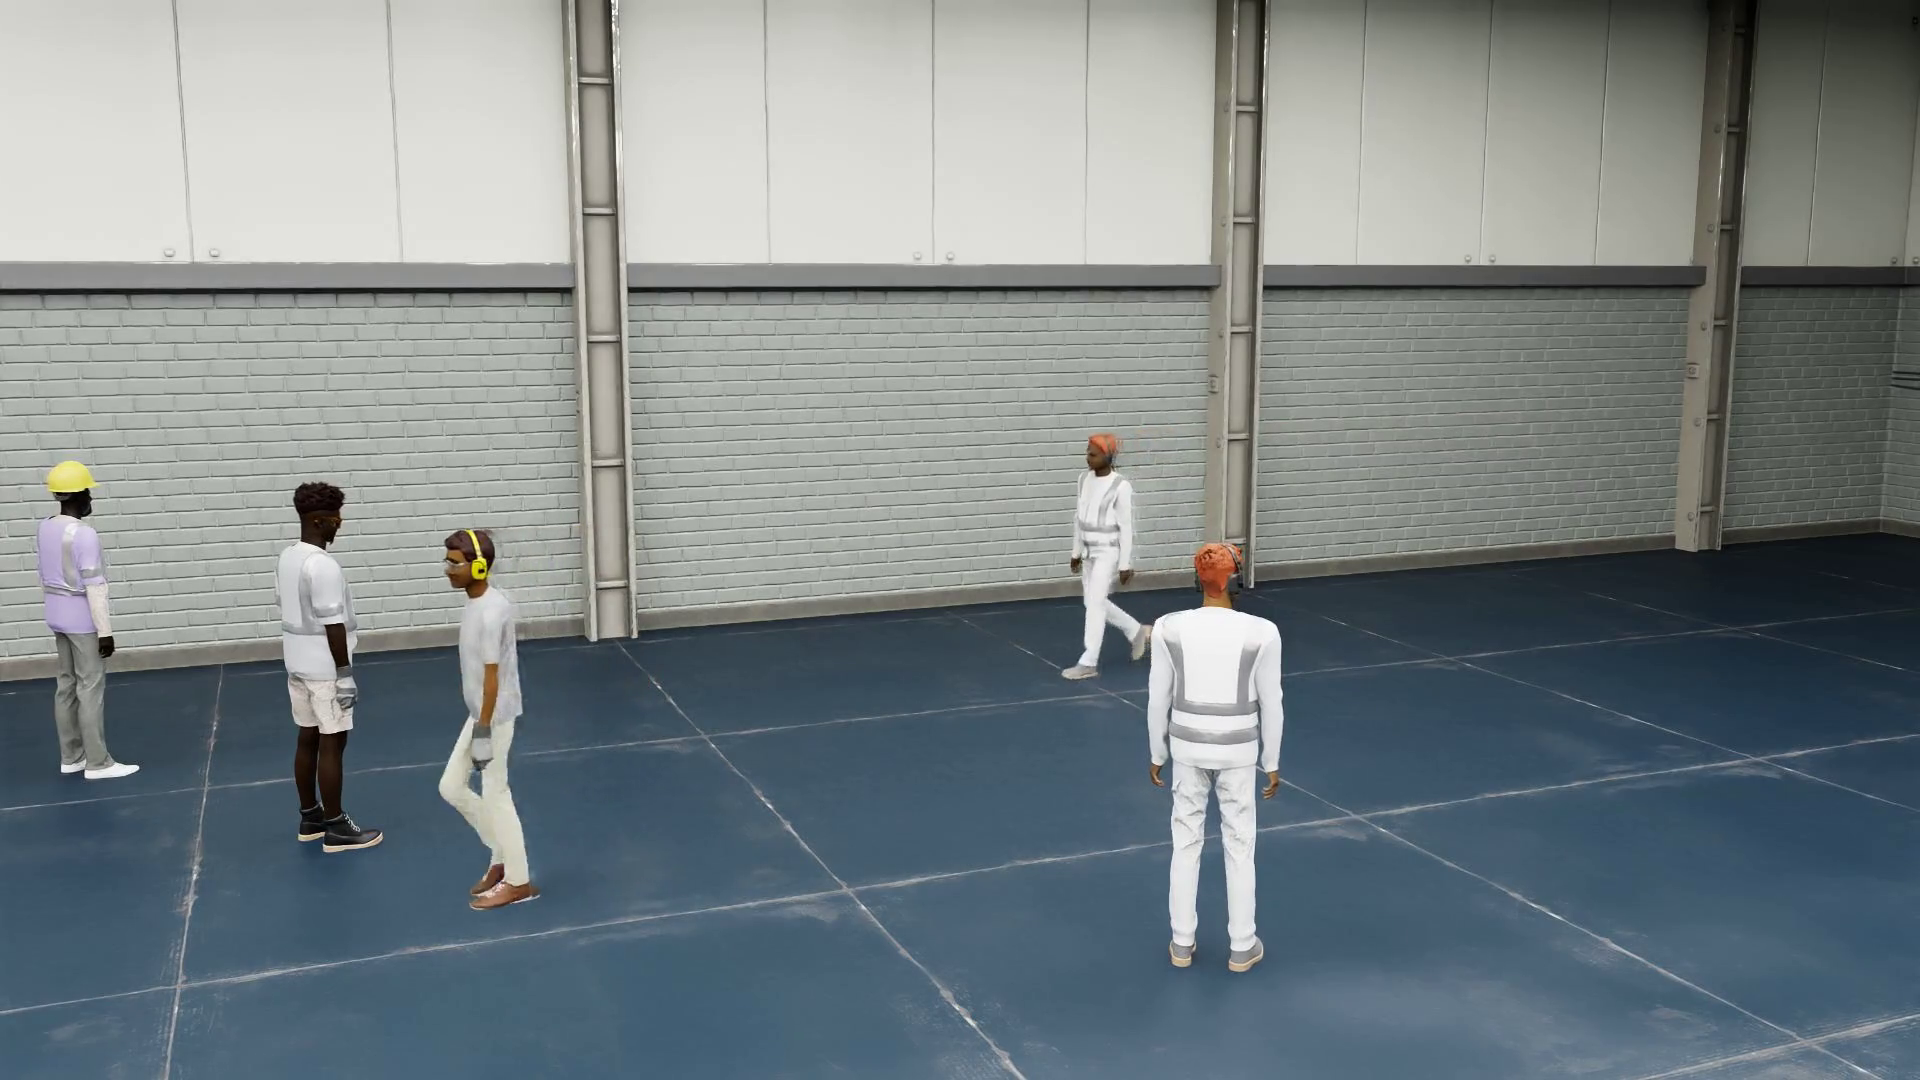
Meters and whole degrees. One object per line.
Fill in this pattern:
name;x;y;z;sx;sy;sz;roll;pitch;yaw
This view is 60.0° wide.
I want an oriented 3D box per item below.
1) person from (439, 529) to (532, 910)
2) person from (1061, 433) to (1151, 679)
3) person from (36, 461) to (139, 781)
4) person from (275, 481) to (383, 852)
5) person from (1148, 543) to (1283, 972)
person;-2.264;0.859;7.923;0.439;1.850;0.553;-4;10;-26
person;1.127;0.110;12.604;0.778;1.865;0.582;-5;10;-28
person;-5.288;0.486;10.008;0.588;1.930;0.359;6;11;33
person;-3.369;0.663;8.797;0.603;1.962;0.368;9;13;44
person;1.112;0.946;7.270;0.579;1.882;0.342;3;9;16
